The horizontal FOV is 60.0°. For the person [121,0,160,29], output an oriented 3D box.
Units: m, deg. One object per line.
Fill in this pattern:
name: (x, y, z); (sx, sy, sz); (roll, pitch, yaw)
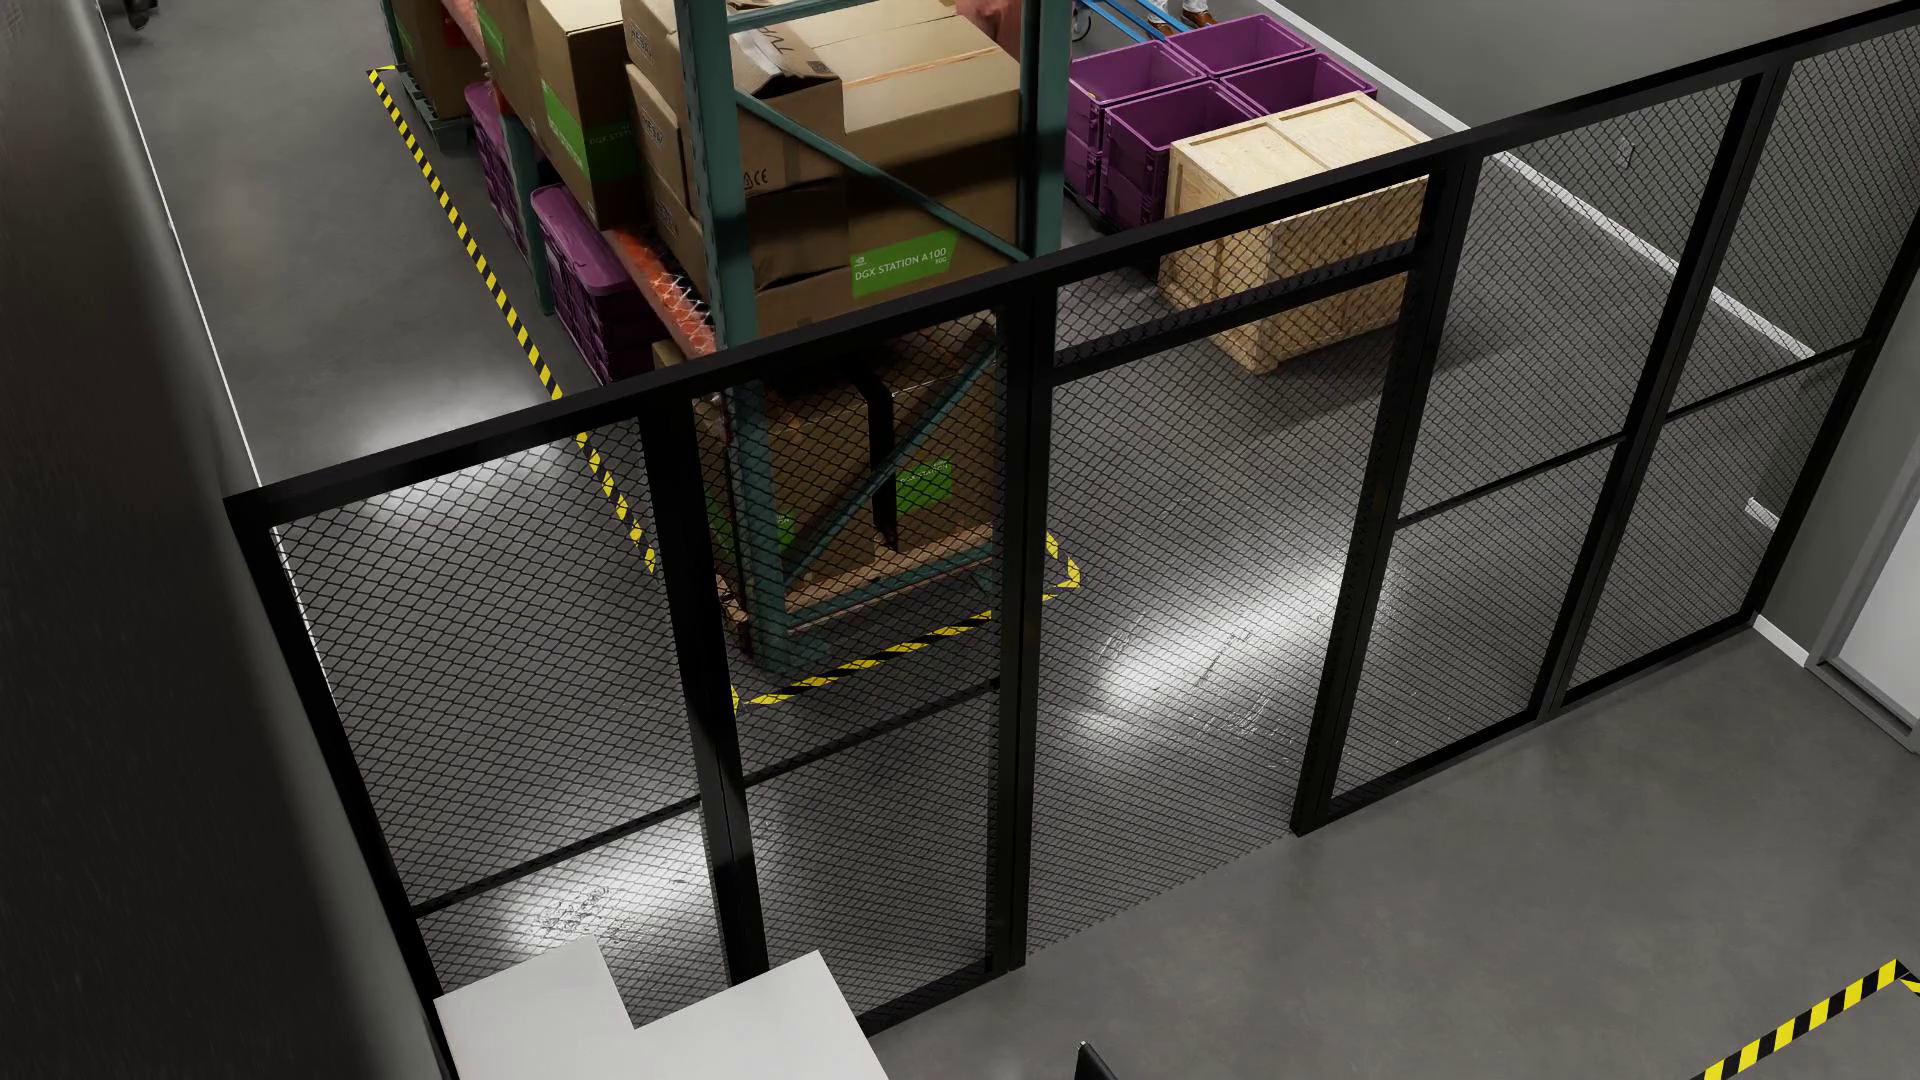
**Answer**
person: (-4.707, -3.693, 9.072); (0.607, 1.818, 0.611); (-28, 49, -27)

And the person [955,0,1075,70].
person: (0.200, -1.819, 6.894); (0.616, 1.993, 0.395); (-30, 50, -29)

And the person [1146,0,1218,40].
person: (1.272, -3.627, 8.914); (0.630, 1.940, 0.372); (-22, 47, -22)
